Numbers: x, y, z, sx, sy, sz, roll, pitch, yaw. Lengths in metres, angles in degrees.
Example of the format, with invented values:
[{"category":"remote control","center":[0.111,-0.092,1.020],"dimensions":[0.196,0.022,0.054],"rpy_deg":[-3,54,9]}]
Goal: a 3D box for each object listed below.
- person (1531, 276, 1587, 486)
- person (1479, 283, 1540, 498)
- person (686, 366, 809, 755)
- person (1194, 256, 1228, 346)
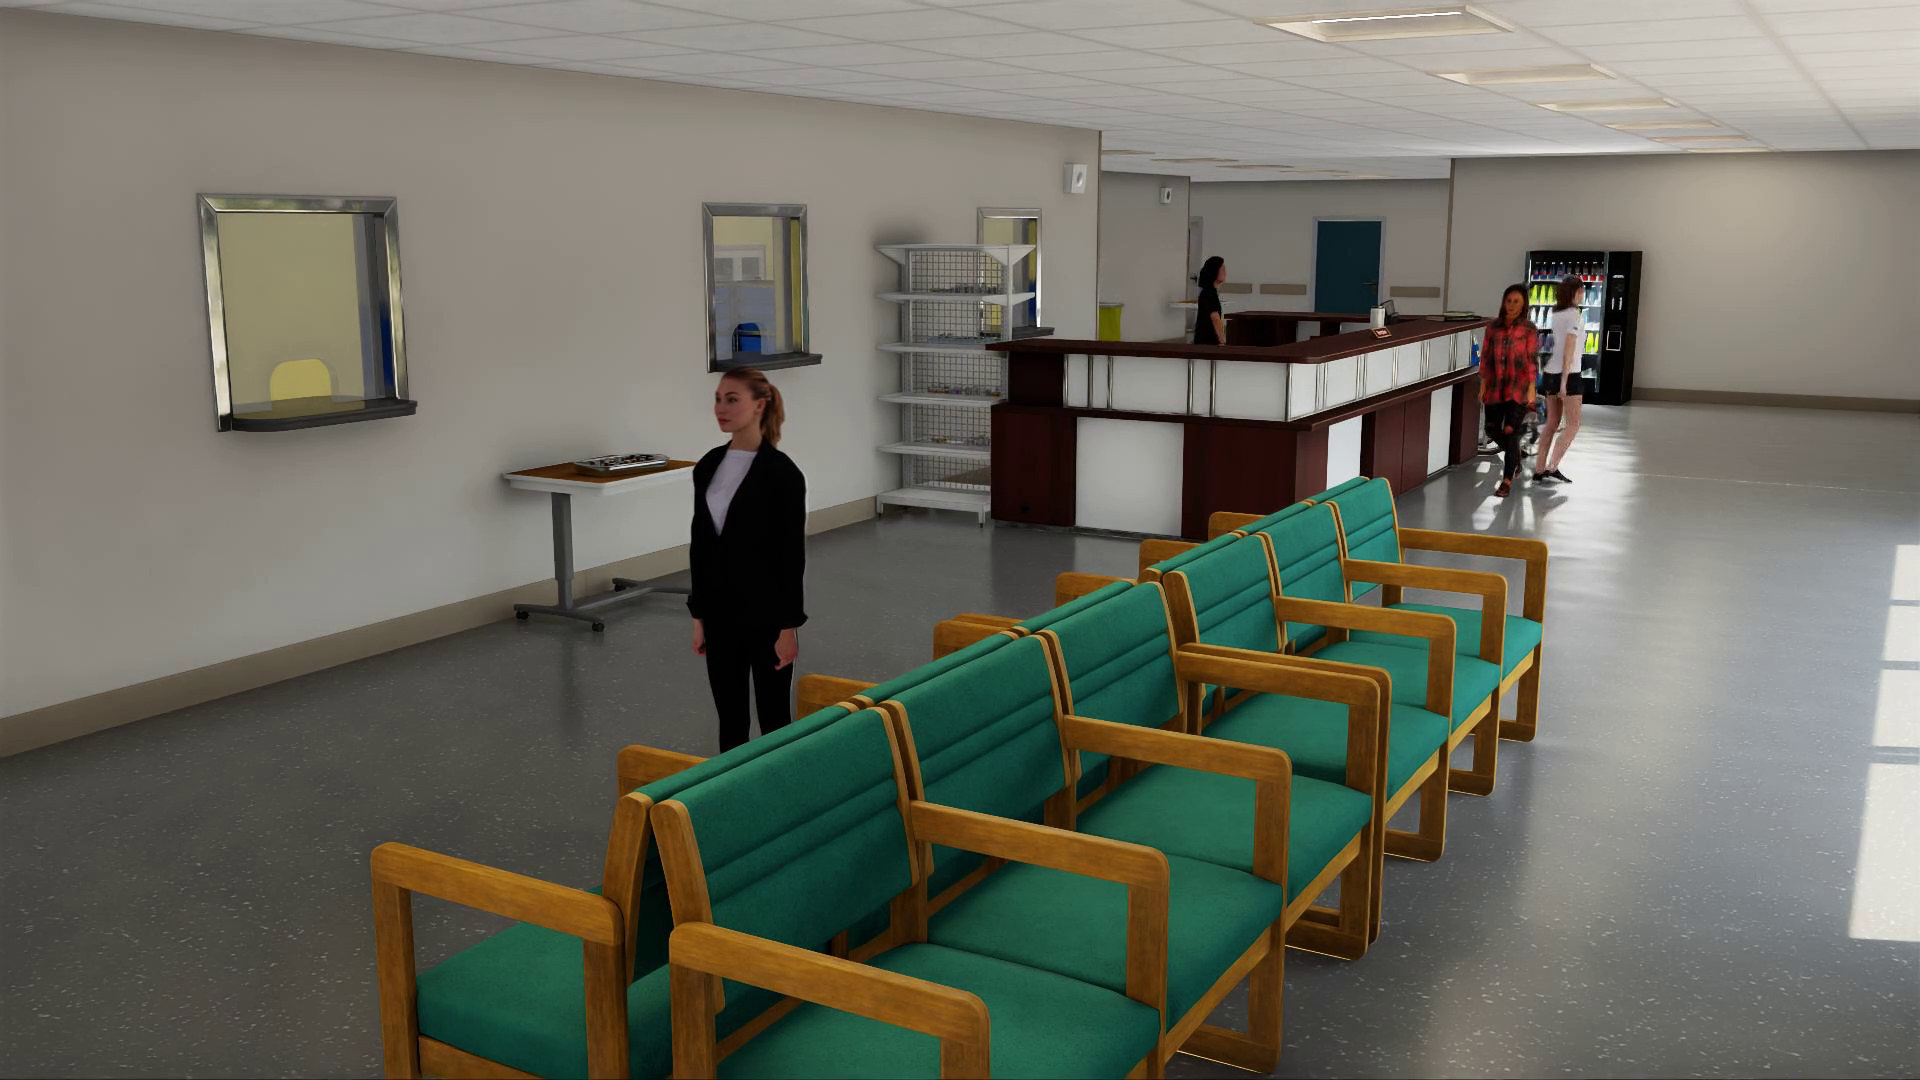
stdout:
[{"category":"person","center":[4.914,-1.283,13.685],"dimensions":[0.801,1.713,0.745],"rpy_deg":[0,11,1]},{"category":"person","center":[4.396,-1.183,13.238],"dimensions":[0.838,1.684,0.809],"rpy_deg":[9,14,40]},{"category":"person","center":[-0.685,0.281,5.460],"dimensions":[0.468,1.707,0.661],"rpy_deg":[6,12,28]},{"category":"person","center":[2.486,-2.012,17.218],"dimensions":[0.862,1.816,0.774],"rpy_deg":[2,11,12]}]
